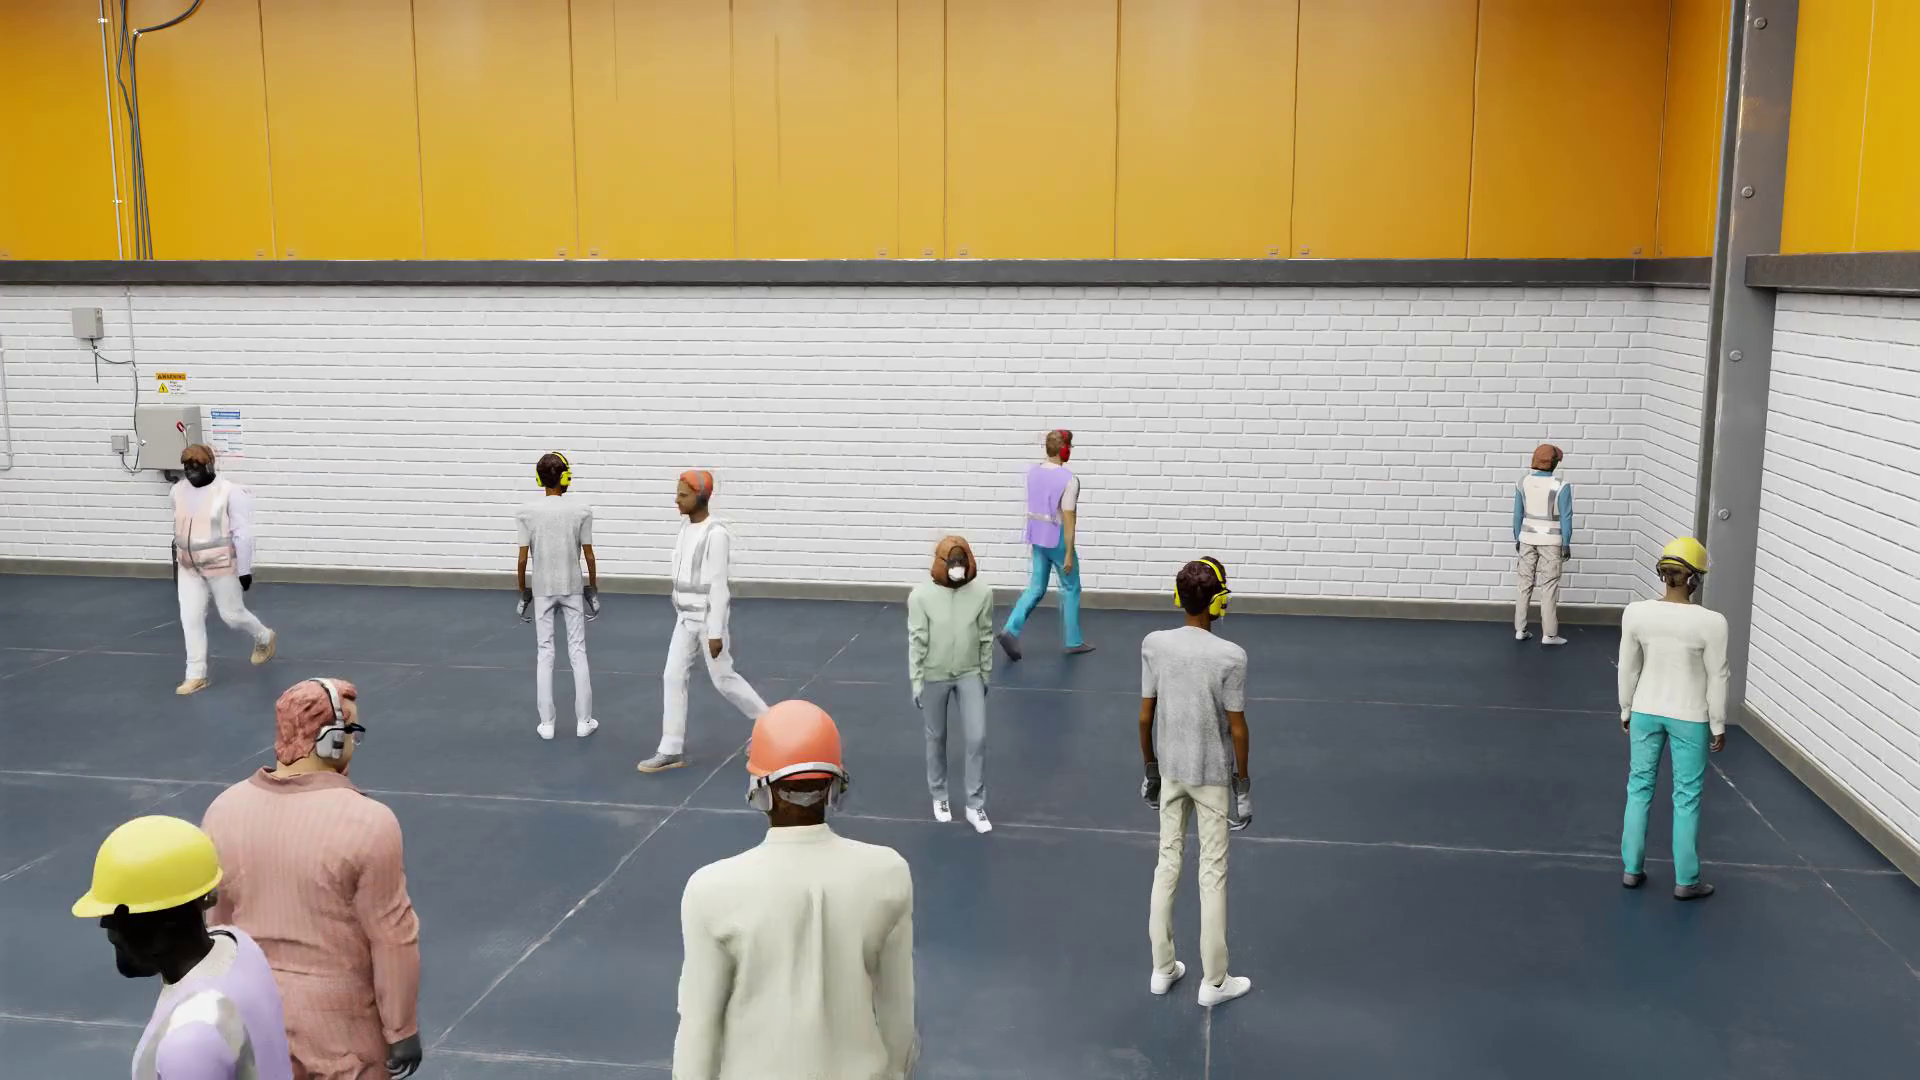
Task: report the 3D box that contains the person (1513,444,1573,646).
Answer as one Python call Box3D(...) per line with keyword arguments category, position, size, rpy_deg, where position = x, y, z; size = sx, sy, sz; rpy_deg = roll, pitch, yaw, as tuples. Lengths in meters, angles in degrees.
Box3D(category="person", position=(4.724, 0.037, 13.505), size=(0.309, 1.640, 0.513), rpy_deg=(-7, 12, -39))

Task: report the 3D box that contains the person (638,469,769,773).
Box3D(category="person", position=(-1.506, 0.476, 10.163), size=(0.923, 1.851, 0.583), rpy_deg=(-6, 11, -33))

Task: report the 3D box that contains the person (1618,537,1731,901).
Box3D(category="person", position=(3.456, 0.859, 8.069), size=(0.524, 1.760, 0.326), rpy_deg=(9, 13, 44))

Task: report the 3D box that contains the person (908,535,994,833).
Box3D(category="person", position=(-0.033, 0.781, 9.001), size=(0.500, 1.612, 0.633), rpy_deg=(-2, 9, -12))

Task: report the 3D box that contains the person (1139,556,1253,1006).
Box3D(category="person", position=(0.983, 0.992, 6.903), size=(0.514, 1.872, 0.328), rpy_deg=(6, 11, 34))

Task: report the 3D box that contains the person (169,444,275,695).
Box3D(category="person", position=(-5.419, 0.173, 12.180), size=(0.635, 1.809, 0.841), rpy_deg=(2, 9, 11))

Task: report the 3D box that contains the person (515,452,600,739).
Box3D(category="person", position=(-2.615, 0.363, 10.811), size=(0.526, 1.862, 0.315), rpy_deg=(-2, 9, -11))

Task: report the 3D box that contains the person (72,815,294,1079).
Box3D(category="person", position=(-1.711, 1.510, 3.724), size=(1.022, 1.864, 0.596), rpy_deg=(-2, 9, -11))

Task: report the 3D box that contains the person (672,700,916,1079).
Box3D(category="person", position=(-0.417, 1.378, 4.182), size=(0.656, 1.976, 0.440), rpy_deg=(-4, 10, -25))

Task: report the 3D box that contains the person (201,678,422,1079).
Box3D(category="person", position=(-1.799, 1.329, 4.745), size=(0.643, 1.899, 0.399), rpy_deg=(3, 10, 18))

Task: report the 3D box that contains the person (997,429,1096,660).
Box3D(category="person", position=(0.679, 0.037, 12.984), size=(0.854, 1.817, 0.578), rpy_deg=(-7, 12, -38))
